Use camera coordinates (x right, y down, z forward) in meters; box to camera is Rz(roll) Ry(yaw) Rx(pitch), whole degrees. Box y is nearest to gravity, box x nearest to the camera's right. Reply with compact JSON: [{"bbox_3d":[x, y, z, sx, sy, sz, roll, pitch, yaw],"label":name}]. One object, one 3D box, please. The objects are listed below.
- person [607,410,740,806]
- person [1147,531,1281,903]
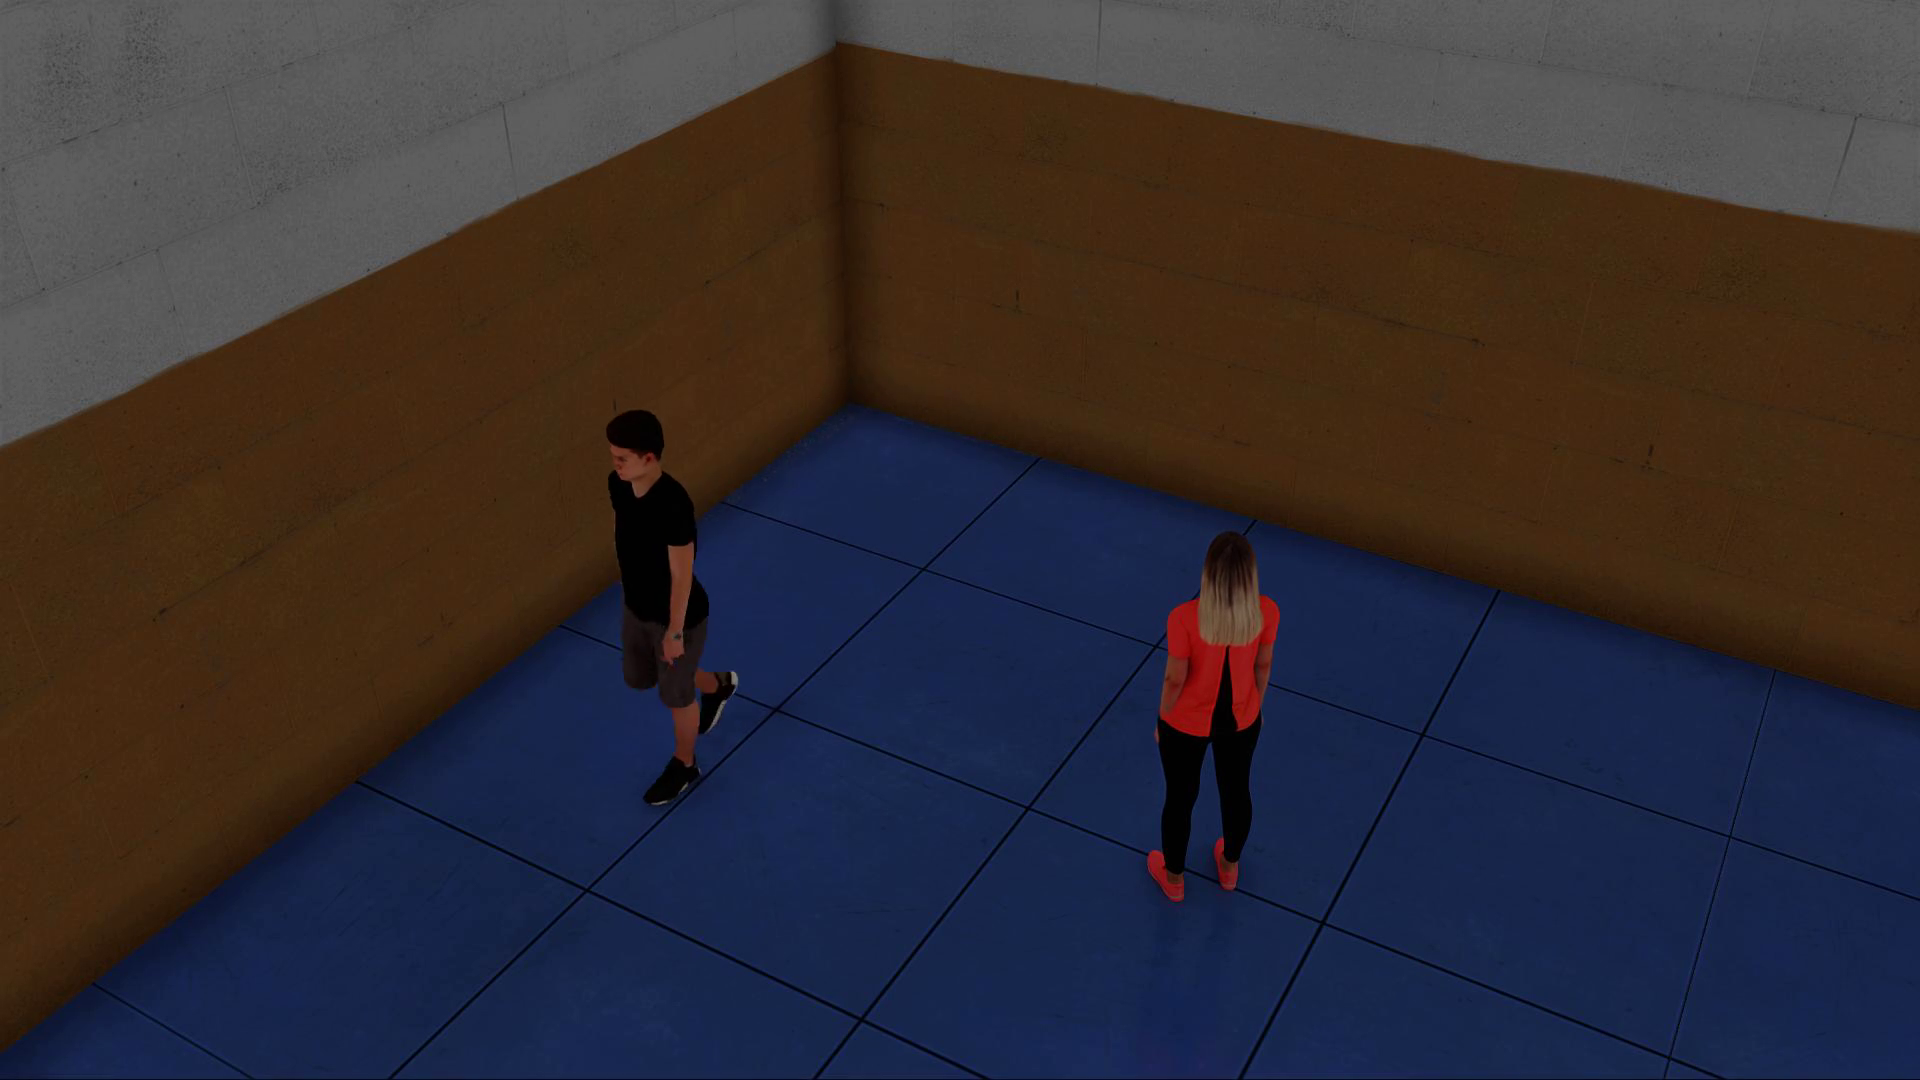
[{"bbox_3d":[-1.159,0.244,6.921,0.777,1.848,0.950,29,43,36],"label":"person"},{"bbox_3d":[0.968,0.690,6.388,0.672,1.694,0.723,-7,34,-10],"label":"person"}]
